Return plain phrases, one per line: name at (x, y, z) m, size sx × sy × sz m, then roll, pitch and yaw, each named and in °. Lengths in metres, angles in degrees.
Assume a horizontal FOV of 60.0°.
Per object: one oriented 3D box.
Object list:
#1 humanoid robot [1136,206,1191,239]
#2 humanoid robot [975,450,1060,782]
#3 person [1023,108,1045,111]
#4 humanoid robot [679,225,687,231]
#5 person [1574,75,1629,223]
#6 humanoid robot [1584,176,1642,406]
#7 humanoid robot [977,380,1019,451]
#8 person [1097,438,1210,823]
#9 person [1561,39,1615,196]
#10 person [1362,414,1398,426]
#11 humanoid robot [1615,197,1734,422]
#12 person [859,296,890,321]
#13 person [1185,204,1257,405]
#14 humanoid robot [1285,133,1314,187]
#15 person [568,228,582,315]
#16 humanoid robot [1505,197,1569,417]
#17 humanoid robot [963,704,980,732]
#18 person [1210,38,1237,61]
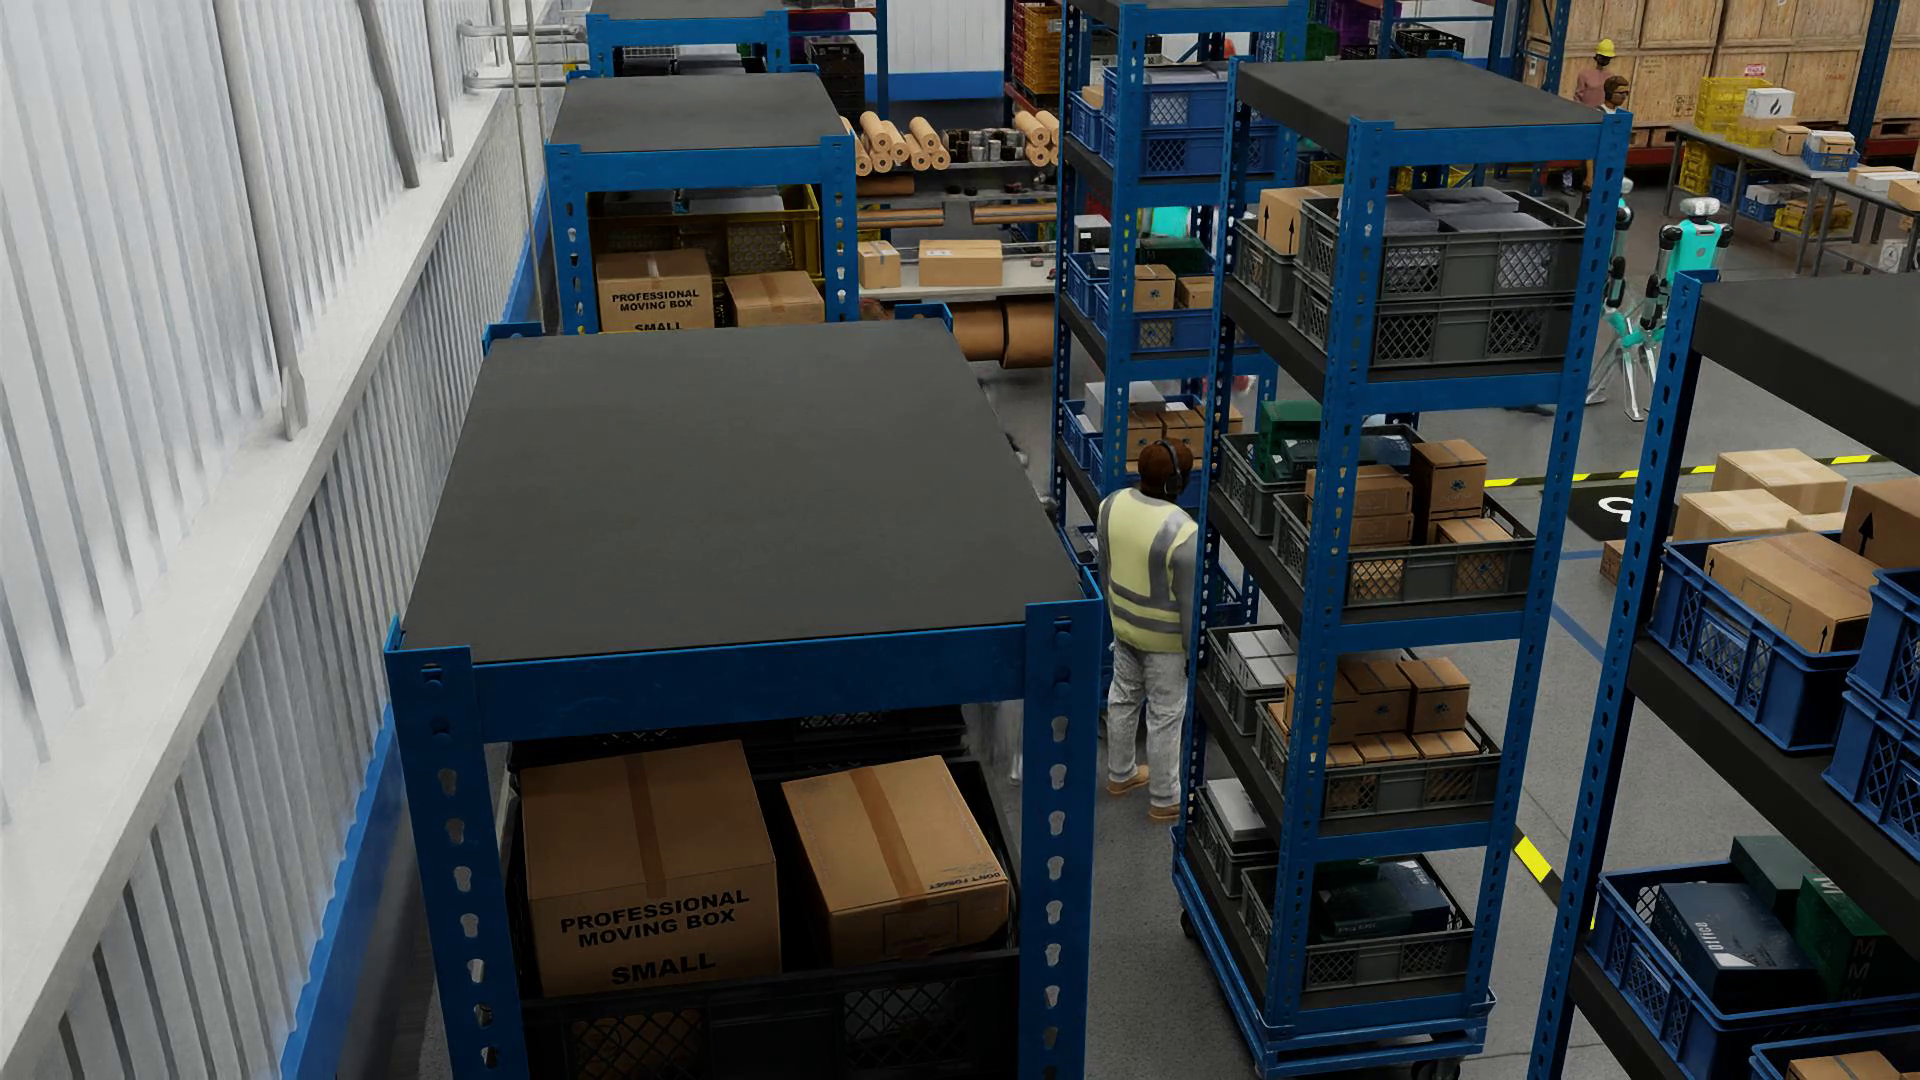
humanoid robot at (1.471, -2.018, 12.946) m, size 0.552 × 1.711 × 1.008 m, roll 17°, pitch 30°, yaw 33°
humanoid robot at (0.234, 0.368, 7.814) m, size 0.537 × 1.857 × 0.698 m, roll 5°, pitch 25°, yaw 11°
person at (0.784, -4.657, 18.473) m, size 0.718 × 1.899 × 0.553 m, roll 2°, pitch 25°, yaw 3°
humanoid robot at (-2.354, -2.954, 15.057) m, size 0.585 × 1.640 × 0.608 m, roll -4°, pitch 25°, yaw -9°
person at (6.252, -3.611, 16.280) m, size 0.334 × 1.837 × 0.507 m, roll 22°, pitch 32°, yaw 39°
humanoid robot at (5.017, -1.908, 12.623) m, size 0.680 × 1.748 × 0.544 m, roll -5°, pitch 25°, yaw -10°
humanoid robot at (0.080, -0.086, 8.798) m, size 0.613 × 1.643 × 0.374 m, roll 7°, pitch 26°, yaw 14°
person at (0.893, 0.408, 7.531) m, size 0.429 × 1.844 × 0.623 m, roll -18°, pitch 30°, yaw -34°
person at (7.204, -4.809, 18.972) m, size 0.522 × 1.761 × 0.337 m, roll -6°, pitch 25°, yaw -13°
person at (1.886, 0.249, 7.862) m, size 0.594 × 1.851 × 0.398 m, roll -3°, pitch 25°, yaw -7°
humanoid robot at (5.108, -1.714, 12.107) m, size 0.533 × 1.677 × 0.735 m, roll -4°, pitch 25°, yaw -9°
person at (-0.499, -0.465, 9.452) m, size 0.569 × 1.826 × 0.579 m, roll -4°, pitch 25°, yaw -10°
person at (2.017, -1.865, 12.437) m, size 0.974 × 1.852 × 0.643 m, roll -22°, pitch 33°, yaw -40°
humanoid robot at (3.931, -4.767, 18.911) m, size 0.663 × 1.805 × 0.531 m, roll 13°, pitch 28°, yaw 27°
person at (-2.673, -1.840, 12.401) m, size 0.513 × 1.857 × 0.335 m, roll -16°, pitch 29°, yaw -30°
humanoid robot at (4.306, -1.735, 12.383) m, size 0.318 × 1.654 × 0.602 m, roll -1°, pitch 25°, yaw -2°
humanoid robot at (-0.111, 0.195, 8.182) m, size 0.616 × 1.648 × 0.340 m, roll -12°, pitch 27°, yaw -24°
person at (2.637, -4.109, 17.110) m, size 0.377 × 2.041 × 0.615 m, roll -5°, pitch 25°, yaw -10°
